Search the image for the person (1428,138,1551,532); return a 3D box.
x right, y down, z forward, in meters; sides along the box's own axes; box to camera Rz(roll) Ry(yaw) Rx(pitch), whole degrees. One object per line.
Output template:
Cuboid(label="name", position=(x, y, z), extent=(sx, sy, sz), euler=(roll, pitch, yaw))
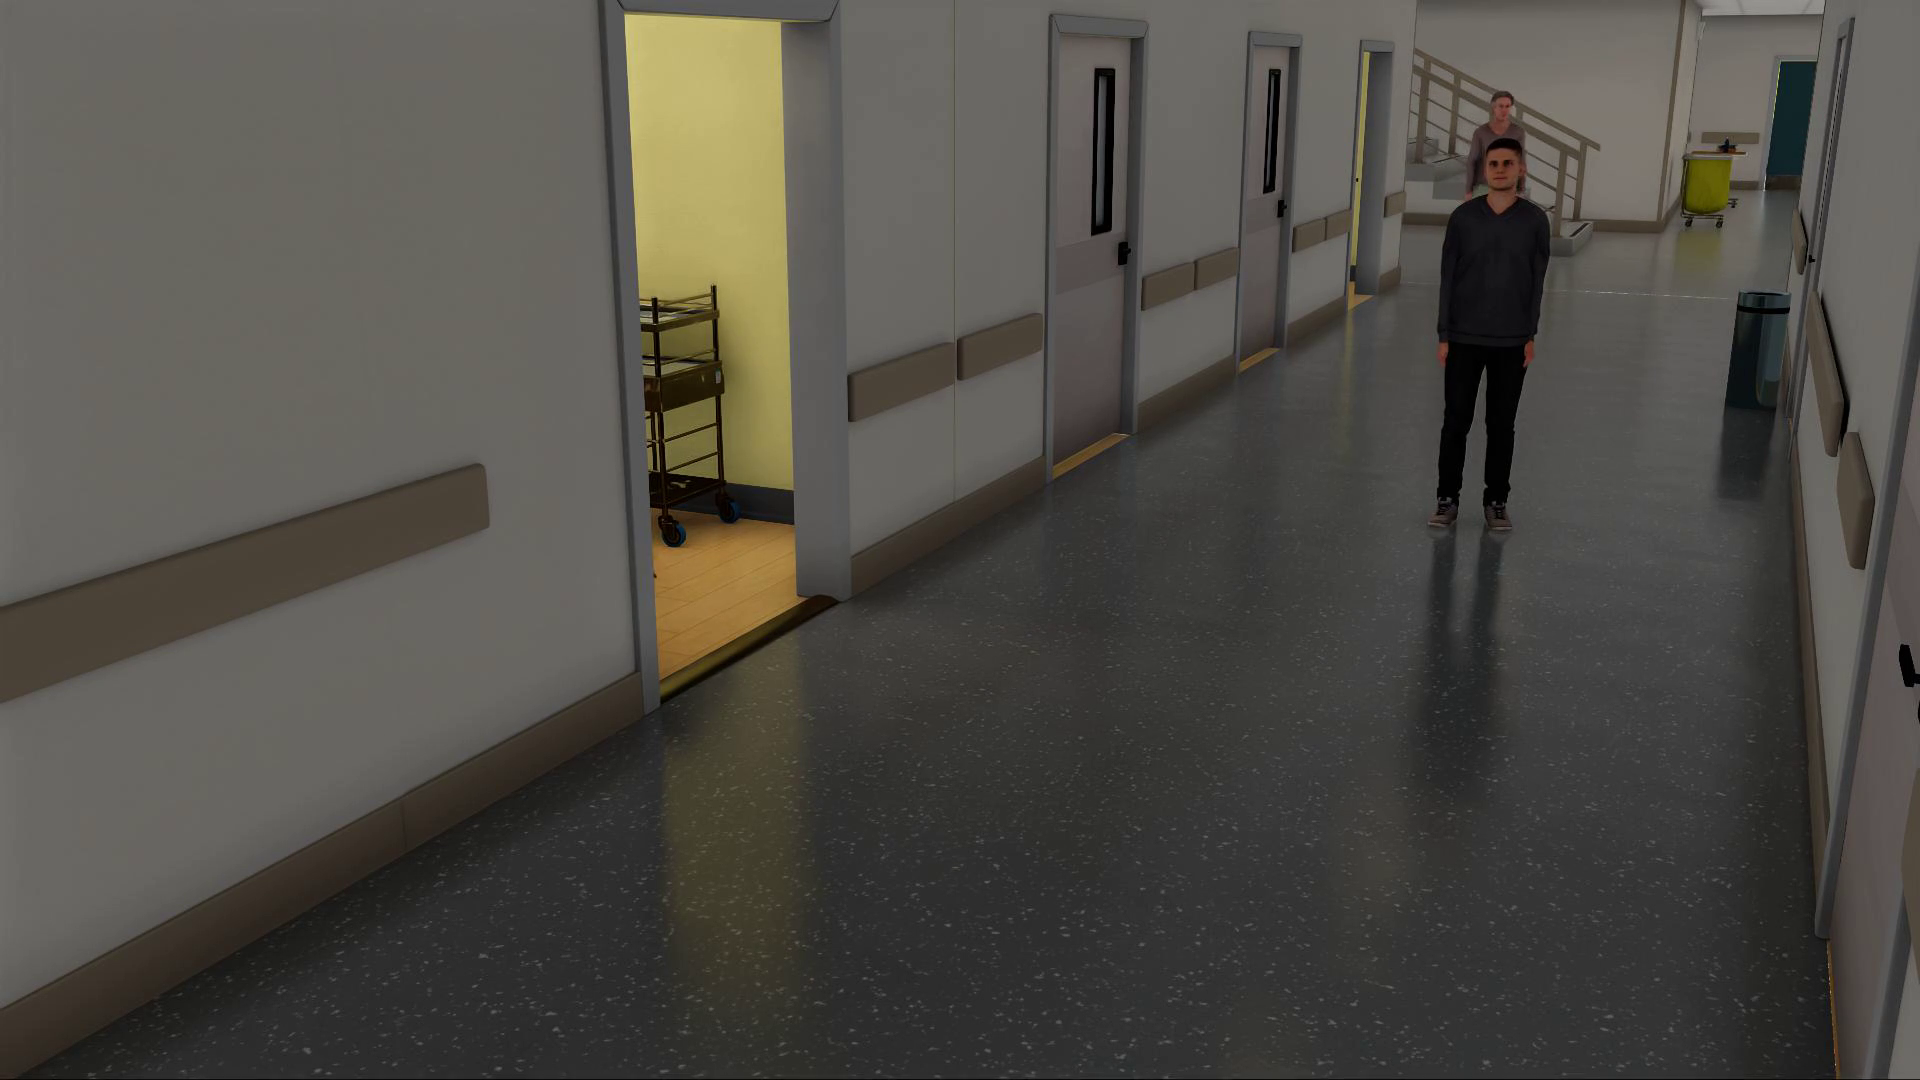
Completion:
Cuboid(label="person", position=(2.401, -0.927, 7.566), extent=(0.535, 1.761, 0.713), euler=(4, 16, 14))

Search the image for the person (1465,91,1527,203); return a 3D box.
Cuboid(label="person", position=(4.987, -3.242, 15.607), extent=(0.818, 1.854, 0.874), euler=(1, 16, 2))
